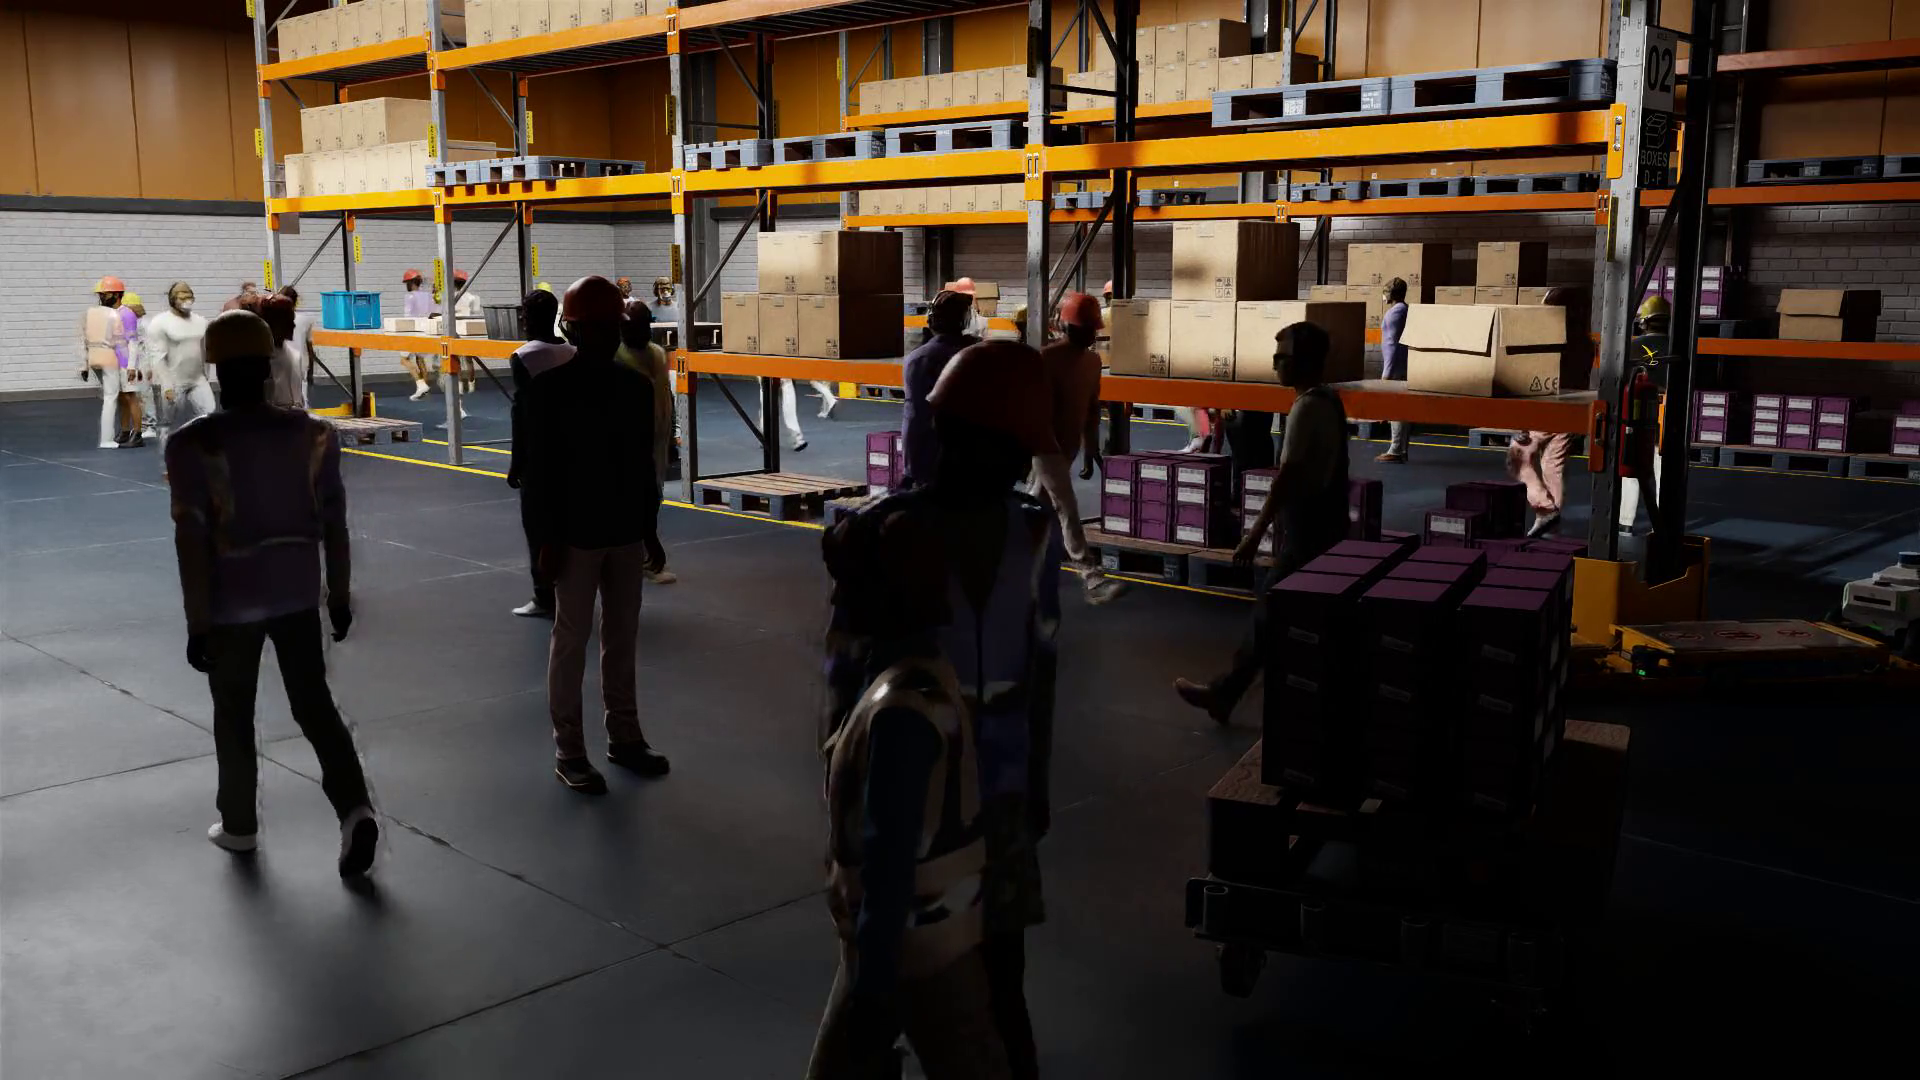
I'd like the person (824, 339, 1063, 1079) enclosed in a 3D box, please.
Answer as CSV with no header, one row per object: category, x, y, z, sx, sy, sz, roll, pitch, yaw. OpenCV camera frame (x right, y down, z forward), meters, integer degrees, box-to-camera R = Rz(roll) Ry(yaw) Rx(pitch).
person,0.010,0.528,3.454,0.587,1.867,1.021,-4,10,-23

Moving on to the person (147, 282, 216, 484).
person,-7.108,-1.424,15.393,1.000,1.889,0.645,5,11,30

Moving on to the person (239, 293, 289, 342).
person,-6.934,-1.543,16.446,0.620,1.800,0.941,-5,11,-29

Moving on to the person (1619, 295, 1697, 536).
person,5.226,-0.928,12.583,0.585,1.824,0.404,1,9,4

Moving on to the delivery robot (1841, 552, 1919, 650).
delivery robot,4.897,0.303,8.610,0.707,0.478,0.477,-6,11,-35

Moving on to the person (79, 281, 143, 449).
person,-9.594,-1.985,18.799,0.600,1.901,0.642,3,10,17

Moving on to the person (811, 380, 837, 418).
person,-1.806,-2.424,22.375,0.511,1.613,0.552,-7,12,-38

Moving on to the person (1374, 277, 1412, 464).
person,4.545,-1.760,17.316,0.355,1.937,0.634,5,11,29

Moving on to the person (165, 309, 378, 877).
person,-2.290,0.183,5.553,0.885,1.899,0.598,9,13,42

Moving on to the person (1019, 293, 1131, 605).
person,0.618,-0.569,10.245,1.200,1.882,0.632,8,12,42

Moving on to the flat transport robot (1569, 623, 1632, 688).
flat transport robot,2.460,0.568,8.143,1.431,0.197,0.652,-2,9,-9

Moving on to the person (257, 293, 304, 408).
person,-4.204,-0.577,10.267,0.442,1.869,0.598,3,10,18

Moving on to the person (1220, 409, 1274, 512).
person,2.305,-1.198,13.555,0.536,2.000,0.673,8,13,42

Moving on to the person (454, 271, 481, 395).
person,-8.026,-3.332,26.797,0.617,1.999,0.976,-3,10,-17

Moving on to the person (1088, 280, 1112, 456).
person,1.631,-1.873,18.122,0.570,1.898,0.750,0,9,0

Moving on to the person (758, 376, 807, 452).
person,-1.999,-1.755,18.337,0.524,1.582,0.896,-6,11,-30

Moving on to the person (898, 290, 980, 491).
person,-0.067,-0.422,9.213,0.652,1.906,0.403,-6,11,-33

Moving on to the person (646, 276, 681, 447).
person,-3.337,-2.006,18.827,0.628,1.940,0.373,-5,10,-26

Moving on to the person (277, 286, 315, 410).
person,-7.192,-1.784,17.767,0.899,1.832,0.560,9,13,44

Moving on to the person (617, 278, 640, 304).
person,-5.222,-3.142,25.958,0.577,1.883,0.353,-7,11,-35

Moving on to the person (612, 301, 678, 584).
person,-2.150,-0.643,10.822,0.746,1.823,0.626,5,11,30

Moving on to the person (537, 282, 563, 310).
person,-6.474,-3.124,26.063,0.601,1.818,0.403,-2,10,-14

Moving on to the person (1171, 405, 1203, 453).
person,2.523,-1.828,17.998,0.515,1.852,0.416,-8,12,-41

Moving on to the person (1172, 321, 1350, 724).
person,1.392,-0.025,7.113,0.976,1.790,0.510,3,10,19

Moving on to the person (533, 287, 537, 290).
person,-6.282,-2.873,24.724,0.547,1.747,0.556,1,9,6

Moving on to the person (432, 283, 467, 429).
person,-6.506,-2.317,20.979,0.386,1.855,0.549,1,9,9

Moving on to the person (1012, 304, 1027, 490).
person,0.580,-1.218,14.659,0.533,1.722,0.893,-7,12,-38

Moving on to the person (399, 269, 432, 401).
person,-8.346,-3.134,25.484,0.434,2.020,0.632,3,10,18

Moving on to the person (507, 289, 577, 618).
person,-2.376,-0.500,9.690,0.397,1.908,0.610,4,10,24

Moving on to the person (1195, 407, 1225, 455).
person,2.704,-1.722,17.641,0.528,1.747,0.587,0,9,2

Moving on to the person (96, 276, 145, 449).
person,-9.481,-1.995,18.756,0.544,1.939,0.372,7,12,37

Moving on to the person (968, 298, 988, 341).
person,0.166,-2.573,23.259,0.497,1.629,0.276,-4,10,-22

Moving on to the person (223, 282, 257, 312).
person,-10.956,-3.021,25.428,1.027,1.835,0.679,6,11,33

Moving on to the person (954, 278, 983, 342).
person,0.108,-2.061,19.233,0.771,1.909,0.566,8,12,40

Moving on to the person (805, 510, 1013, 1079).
person,-0.050,0.738,3.081,0.857,1.603,0.531,-1,9,-4

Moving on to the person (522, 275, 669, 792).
person,-1.417,-0.032,6.547,0.381,1.995,0.611,7,12,38

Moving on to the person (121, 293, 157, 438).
person,-9.891,-2.082,19.959,0.569,1.741,0.358,5,11,29

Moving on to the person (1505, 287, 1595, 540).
person,4.336,-0.917,12.305,0.665,1.885,0.436,-4,10,-22

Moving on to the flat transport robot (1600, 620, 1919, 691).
flat transport robot,3.899,0.558,8.202,1.431,0.197,0.652,-1,9,-5
